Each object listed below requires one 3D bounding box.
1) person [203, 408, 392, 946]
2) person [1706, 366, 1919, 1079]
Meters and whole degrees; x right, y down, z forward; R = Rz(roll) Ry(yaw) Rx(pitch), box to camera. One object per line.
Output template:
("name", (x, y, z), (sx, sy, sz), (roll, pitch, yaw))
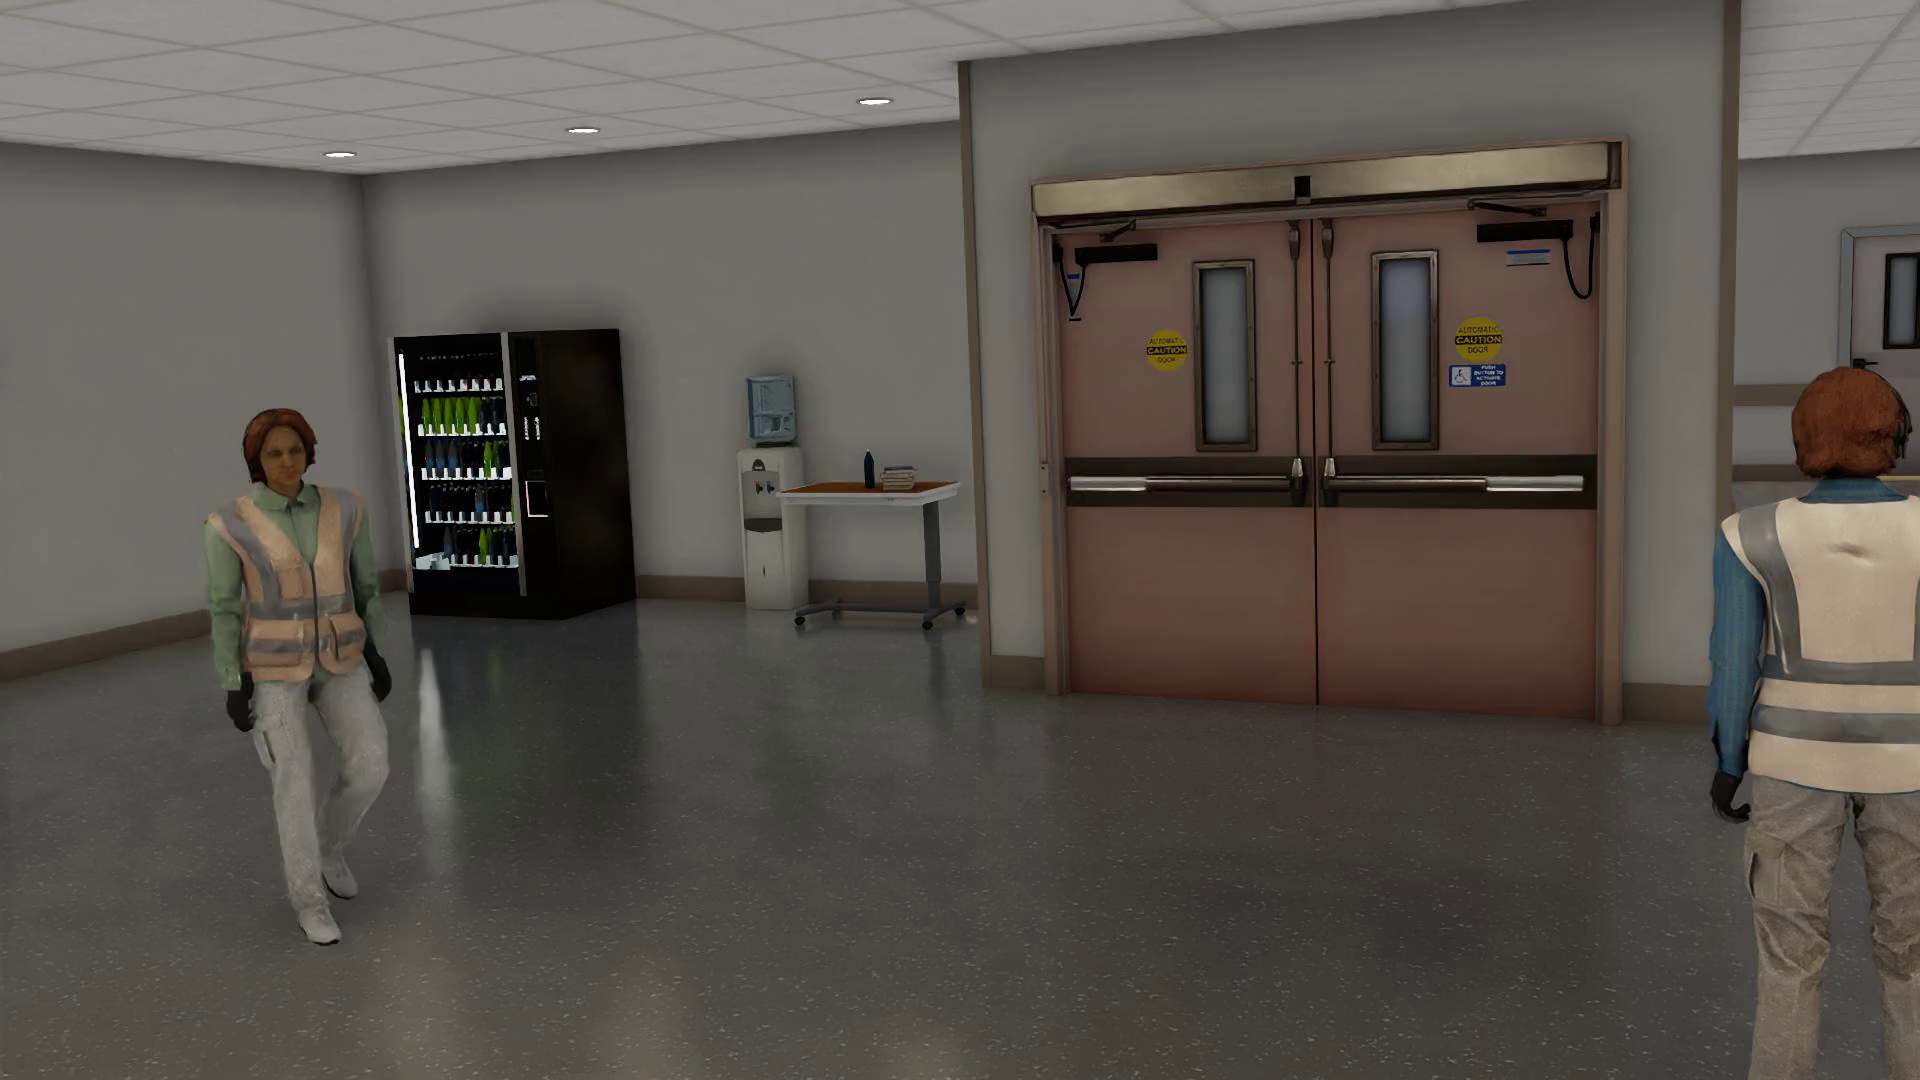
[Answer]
("person", (-1.989, 0.407, 5.051), (0.531, 1.621, 0.393), (-9, 10, -43))
("person", (1.760, 0.477, 3.301), (0.514, 1.639, 0.311), (1, 8, 22))
